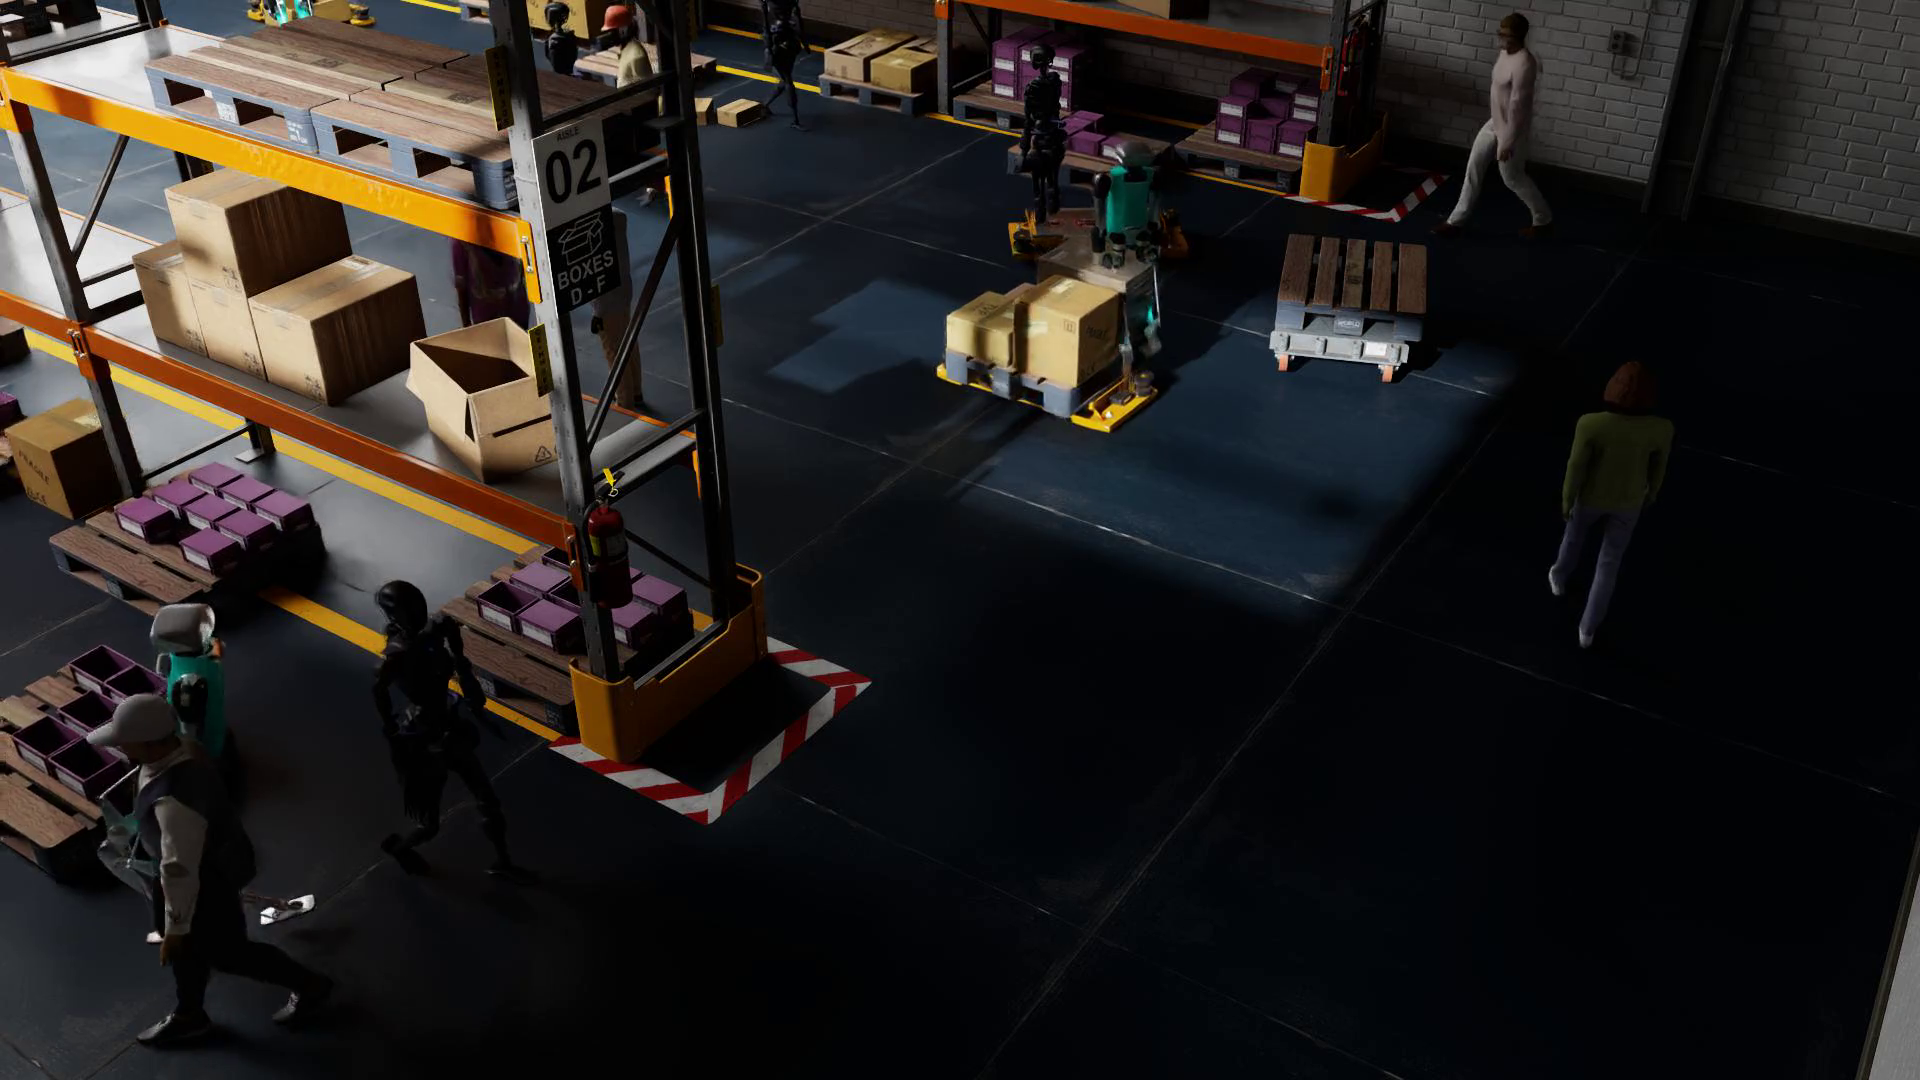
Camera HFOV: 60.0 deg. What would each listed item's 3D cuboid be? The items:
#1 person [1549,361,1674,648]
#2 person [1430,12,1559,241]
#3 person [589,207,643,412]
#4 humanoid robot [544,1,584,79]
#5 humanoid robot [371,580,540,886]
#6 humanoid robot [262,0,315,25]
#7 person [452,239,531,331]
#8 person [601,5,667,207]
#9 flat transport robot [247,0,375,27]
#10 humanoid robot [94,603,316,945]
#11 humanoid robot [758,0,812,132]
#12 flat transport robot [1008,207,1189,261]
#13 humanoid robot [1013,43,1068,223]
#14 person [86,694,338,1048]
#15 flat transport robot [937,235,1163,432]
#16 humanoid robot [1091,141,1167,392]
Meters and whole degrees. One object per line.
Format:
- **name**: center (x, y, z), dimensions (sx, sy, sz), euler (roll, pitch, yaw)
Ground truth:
- **person**: center (3.521, -0.250, 9.037), dimensions (0.511, 1.598, 0.802), euler (10, 34, 14)
- **person**: center (4.500, -3.334, 13.516), dimensions (0.992, 1.894, 0.642), euler (-1, 33, -1)
- **person**: center (-2.342, -1.609, 10.992), dimensions (0.336, 1.742, 0.562), euler (3, 33, 5)
- **humanoid robot**: center (-3.439, -3.887, 14.606), dimensions (0.740, 1.642, 0.589), euler (1, 33, 1)
- **humanoid robot**: center (-2.311, 0.860, 7.287), dimensions (0.700, 1.635, 0.597), euler (14, 36, 20)
- **humanoid robot**: center (-6.773, -5.352, 16.824), dimensions (0.559, 1.847, 0.845), euler (-13, 35, -19)
- **person**: center (-2.878, -1.408, 10.629), dimensions (0.537, 1.799, 0.948), euler (-25, 40, -33)
- **person**: center (-2.752, -3.682, 14.196), dimensions (0.446, 1.723, 0.598), euler (-12, 35, -17)
- **flat transport robot**: center (-7.515, -6.091, 19.235), dimensions (1.431, 0.231, 0.659), euler (20, 38, 27)
- **humanoid robot**: center (-3.324, 1.063, 6.896), dimensions (0.899, 1.742, 0.534), euler (-9, 34, -14)
- **humanoid robot**: center (-1.742, -4.796, 16.003), dimensions (0.738, 1.654, 0.609), euler (20, 38, 28)
- **flat transport robot**: center (1.136, -2.527, 13.758), dimensions (1.431, 0.231, 0.659), euler (-1, 33, -2)
- **humanoid robot**: center (0.664, -3.187, 13.468), dimensions (0.315, 1.657, 0.599), euler (20, 38, 27)
- **person**: center (-2.991, 1.315, 6.502), dimensions (0.770, 1.730, 0.758), euler (-16, 36, -24)
- **flat transport robot**: center (0.605, -1.144, 11.631), dimensions (1.431, 0.231, 0.659), euler (21, 39, 29)
- **humanoid robot**: center (1.223, -1.714, 11.210), dimensions (0.532, 1.809, 0.805), euler (-12, 35, -18)
